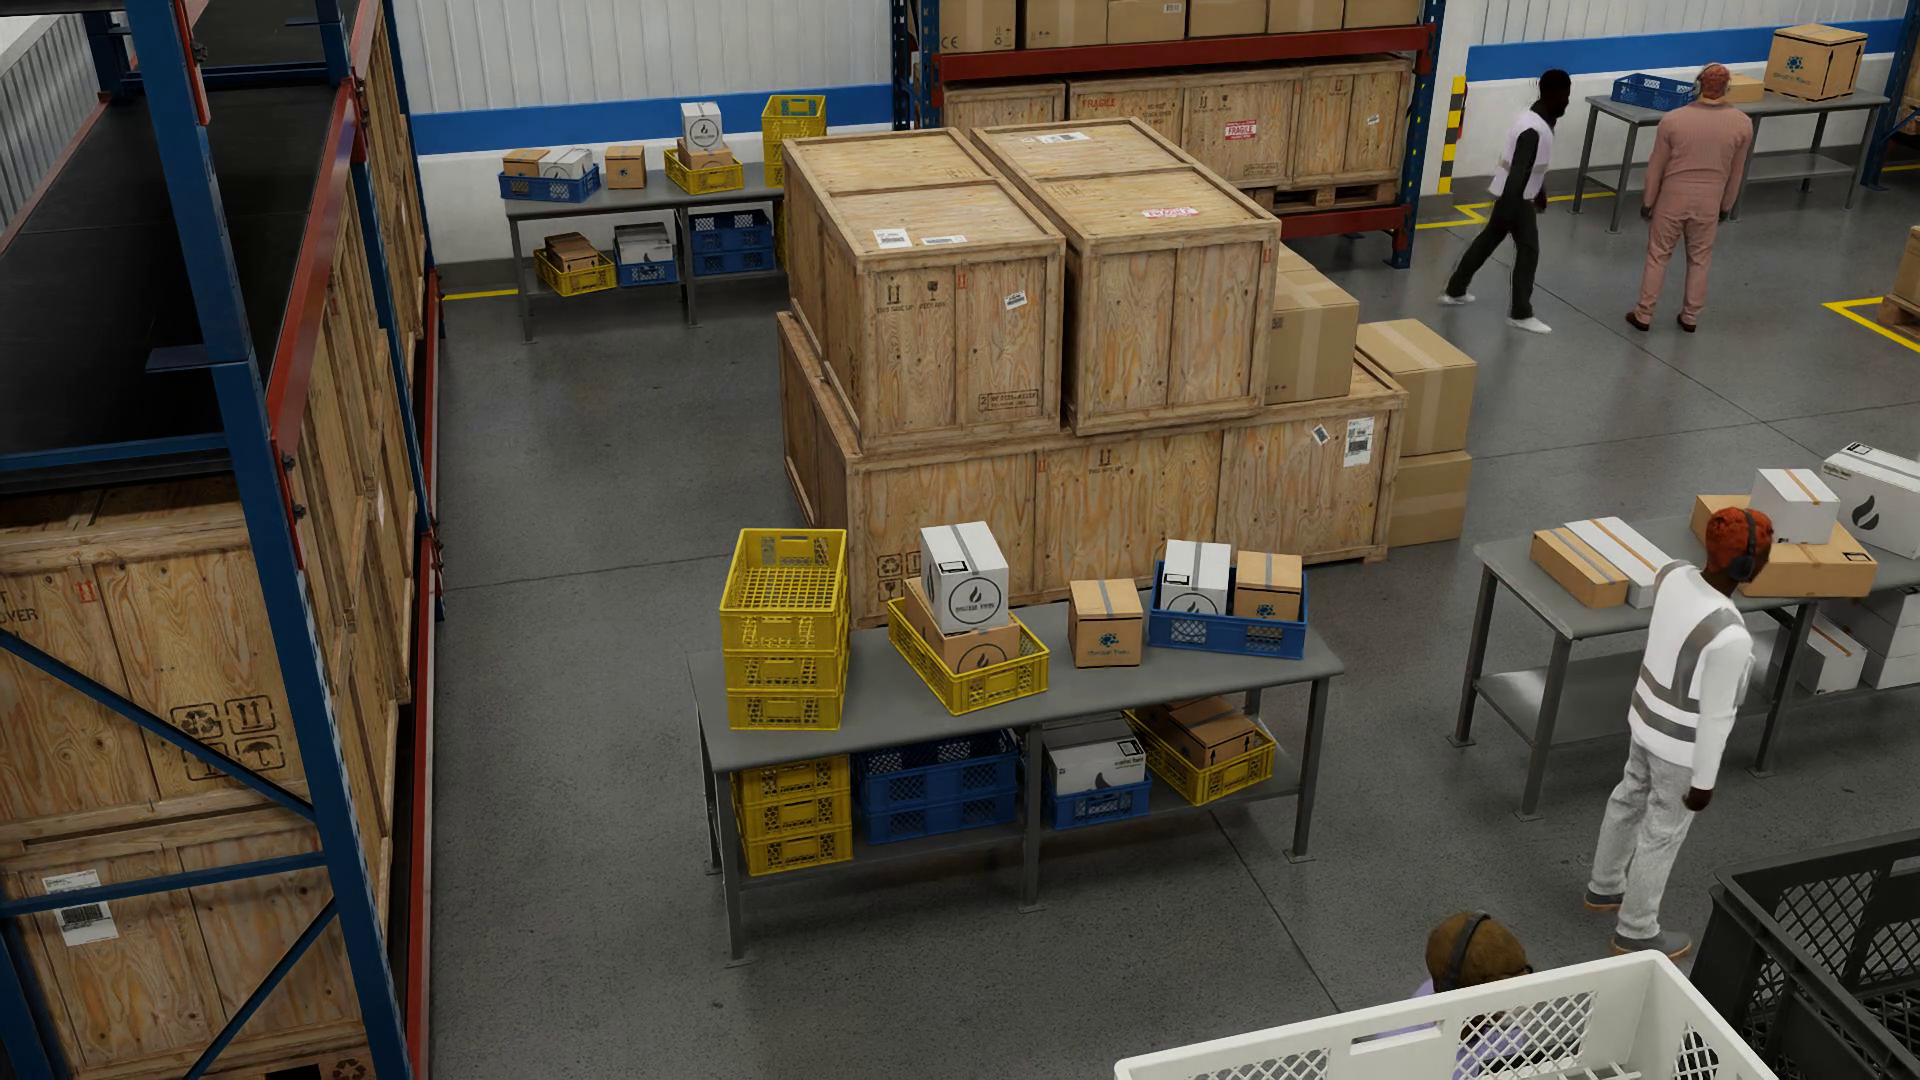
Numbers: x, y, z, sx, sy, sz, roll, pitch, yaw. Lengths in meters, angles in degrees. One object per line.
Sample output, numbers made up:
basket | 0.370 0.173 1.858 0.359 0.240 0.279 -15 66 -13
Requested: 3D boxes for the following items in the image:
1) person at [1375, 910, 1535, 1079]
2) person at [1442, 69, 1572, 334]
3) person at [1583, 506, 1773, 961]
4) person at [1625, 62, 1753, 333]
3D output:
person | 1.183 1.719 4.252 0.372 1.940 0.630 22 36 35
person | 3.971 -2.469 11.948 0.828 1.864 0.631 11 31 19
person | 2.649 0.719 6.137 0.351 1.877 0.569 -1 29 -2
person | 5.171 -2.422 11.816 0.642 1.899 0.395 4 29 7
